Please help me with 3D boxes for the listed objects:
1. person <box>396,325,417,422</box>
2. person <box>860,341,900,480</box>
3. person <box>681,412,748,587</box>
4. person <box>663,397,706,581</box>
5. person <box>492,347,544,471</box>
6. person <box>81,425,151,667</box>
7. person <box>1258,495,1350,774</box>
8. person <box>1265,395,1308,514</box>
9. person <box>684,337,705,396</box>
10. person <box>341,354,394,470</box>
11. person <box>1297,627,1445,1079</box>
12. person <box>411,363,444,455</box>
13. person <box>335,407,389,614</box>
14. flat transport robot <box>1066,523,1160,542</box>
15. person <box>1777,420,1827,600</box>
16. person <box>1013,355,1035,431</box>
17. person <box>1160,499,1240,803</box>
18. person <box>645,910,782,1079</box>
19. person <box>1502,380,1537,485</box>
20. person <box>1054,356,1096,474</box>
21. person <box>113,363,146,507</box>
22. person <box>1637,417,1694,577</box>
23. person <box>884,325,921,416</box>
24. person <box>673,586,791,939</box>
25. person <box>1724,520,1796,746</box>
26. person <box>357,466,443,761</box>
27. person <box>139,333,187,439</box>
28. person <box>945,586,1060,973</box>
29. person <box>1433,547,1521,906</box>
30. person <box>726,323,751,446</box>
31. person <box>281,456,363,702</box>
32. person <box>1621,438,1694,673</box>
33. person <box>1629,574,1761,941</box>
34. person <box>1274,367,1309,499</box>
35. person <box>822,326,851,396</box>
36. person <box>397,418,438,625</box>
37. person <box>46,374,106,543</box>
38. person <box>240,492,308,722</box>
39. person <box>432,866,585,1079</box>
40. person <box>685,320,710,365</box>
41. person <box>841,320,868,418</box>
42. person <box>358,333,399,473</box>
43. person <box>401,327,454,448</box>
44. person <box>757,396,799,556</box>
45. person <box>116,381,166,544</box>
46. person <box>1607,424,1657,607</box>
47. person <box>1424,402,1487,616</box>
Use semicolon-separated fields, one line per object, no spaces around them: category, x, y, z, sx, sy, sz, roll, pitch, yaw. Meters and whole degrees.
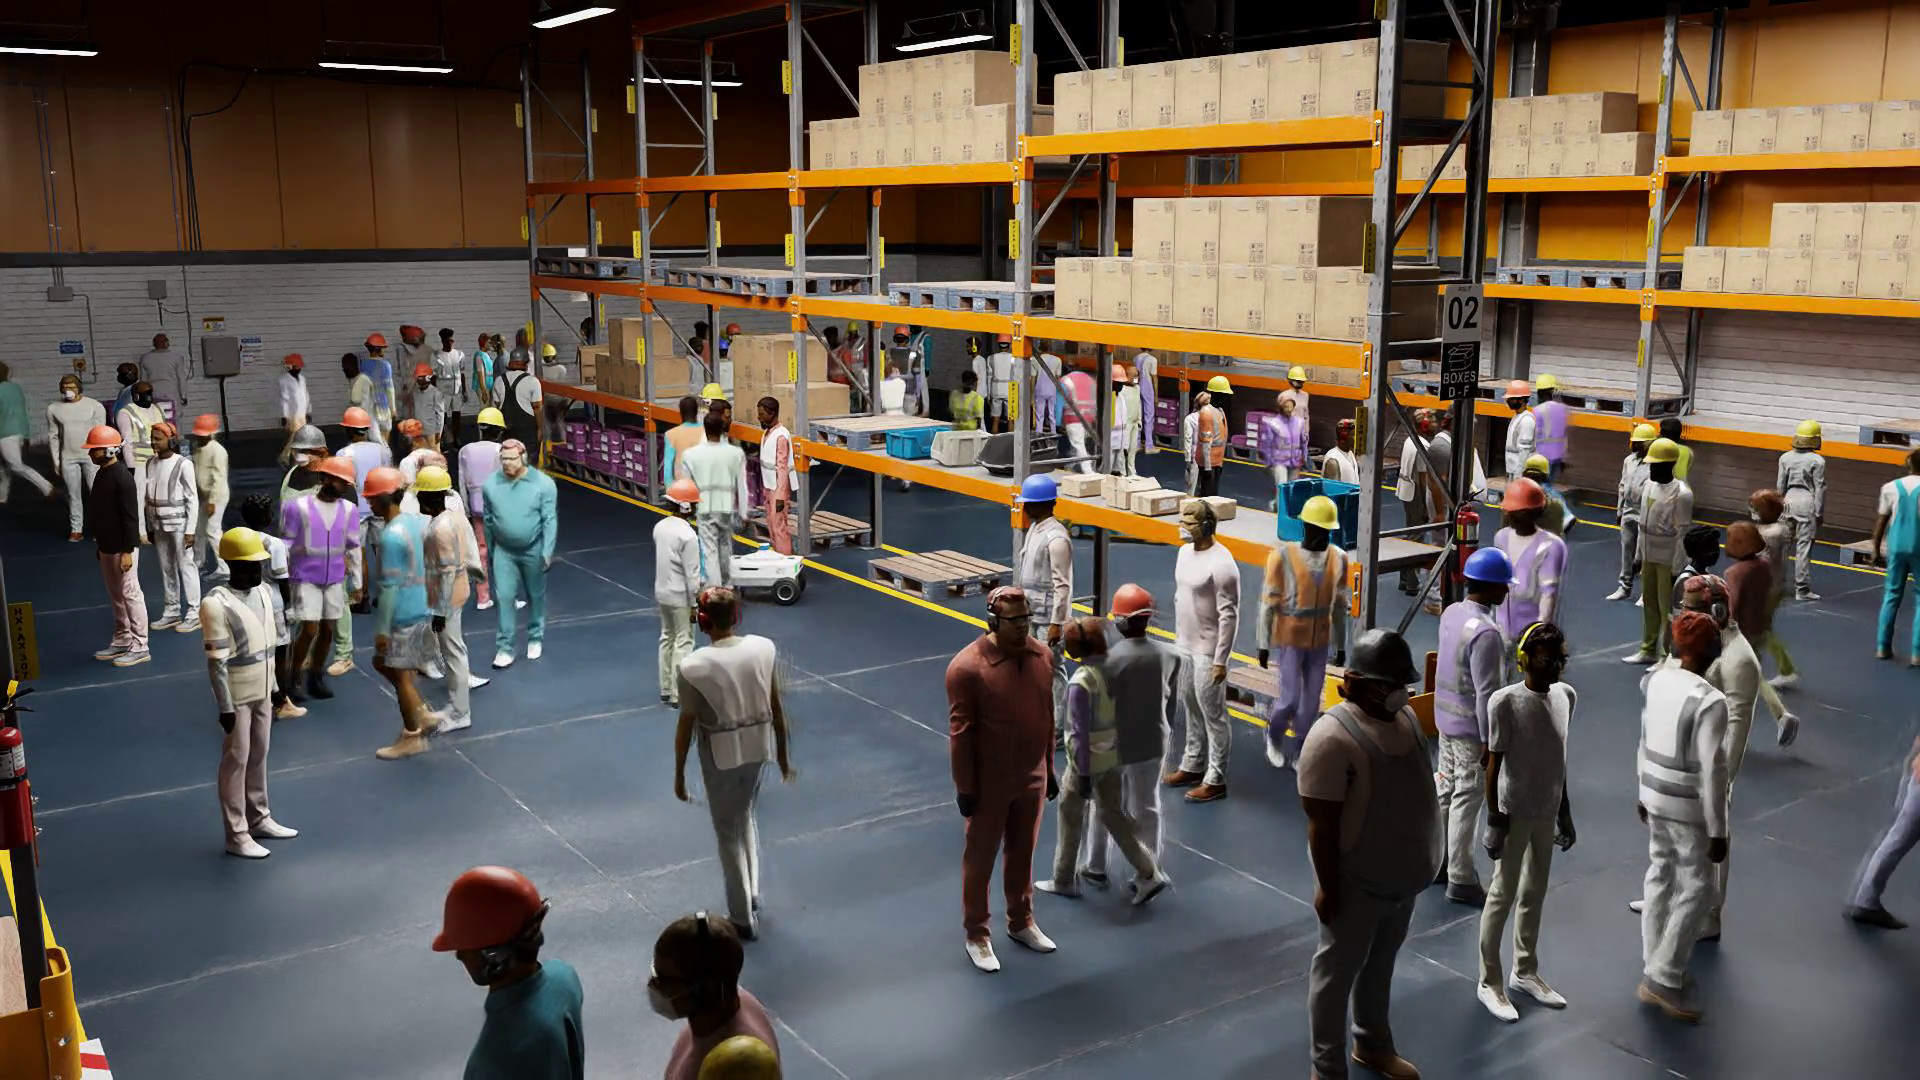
person;-9.206;-2.645;27.796;0.355;1.883;0.574;-1;11;-4
person;-1.125;-1.807;23.294;0.614;1.962;0.362;-6;12;-26
person;-2.328;-0.274;15.689;0.602;1.868;0.984;-4;12;-19
person;-2.764;-0.540;17.094;0.590;1.853;1.062;-4;12;-20
person;-5.653;-1.495;21.501;0.683;2.000;0.536;3;12;17
person;-6.984;0.042;13.753;0.611;1.995;0.375;9;14;39
person;2.248;0.640;10.885;0.637;1.914;0.490;-3;12;-16
person;3.814;-0.915;19.622;0.520;1.616;0.678;-4;12;-21
person;-4.116;-2.238;25.832;0.340;1.838;0.505;6;12;27
person;-8.091;-1.570;22.372;0.610;1.846;1.033;9;14;39
person;1.741;1.354;6.924;0.688;2.000;0.539;-10;15;-42
person;-7.107;-1.478;22.154;0.562;1.752;0.324;7;13;31
person;-5.571;-0.277;15.523;0.344;1.942;0.551;8;14;35
flat transport robot;1.742;-0.173;19.280;1.431;0.197;0.652;5;12;23
person;8.152;-0.293;16.114;0.298;1.745;0.484;-6;13;-28
person;1.077;-2.548;27.766;0.536;1.700;0.318;5;12;25
person;1.538;0.696;10.554;0.372;1.939;0.629;-4;12;-20
person;-0.623;1.897;4.434;0.372;1.932;0.627;-2;11;-9
person;6.060;-0.776;18.119;0.387;1.928;0.546;2;11;8
person;1.605;-1.623;22.827;0.661;1.788;0.986;-9;14;-39
person;-10.554;-1.343;21.239;0.429;1.843;0.628;-10;15;-42
person;7.184;-0.410;16.843;0.543;1.678;0.487;-6;12;-27
person;-0.896;-2.276;25.536;0.603;2.034;0.417;1;11;5
person;-1.205;1.131;8.603;0.614;1.824;0.571;-9;14;-39
person;5.489;0.661;11.561;0.507;1.611;0.622;-6;13;-30
person;-3.842;0.507;11.309;0.421;2.020;0.614;-2;11;-9
person;-12.203;-2.218;25.549;0.643;1.908;0.399;-2;11;-10
person;0.242;1.162;8.251;0.643;1.909;0.410;-8;14;-37
person;2.776;0.993;9.013;0.407;1.942;0.615;-1;11;-4
person;-3.581;-2.470;26.606;0.612;1.997;0.376;-8;14;-36
person;-4.884;0.301;12.733;0.638;1.872;0.435;-11;15;-44
person;5.681;0.125;13.510;0.390;1.926;0.605;-2;11;-11
person;3.772;1.107;8.548;0.407;1.903;0.639;-1;11;-4
person;4.326;-1.372;21.598;0.528;1.761;0.345;-7;13;-32
person;-1.986;-2.481;26.800;0.446;1.940;0.658;-10;15;-41
person;-4.906;-0.168;15.105;0.356;1.887;0.572;2;11;10
person;-9.991;-0.924;18.884;0.623;1.932;0.367;-3;11;-14
person;-5.102;0.493;12.211;0.535;1.697;0.318;5;12;24
person;-1.205;1.838;4.583;0.388;1.987;0.608;0;11;1
person;-4.303;-2.721;28.044;0.617;1.943;0.693;-5;12;-24
person;-1.912;-3.062;30.096;0.590;1.824;0.403;5;12;26
person;-8.243;-1.905;23.599;0.615;2.039;0.387;5;12;24
person;-8.531;-2.407;26.440;0.946;1.932;0.697;3;11;14
person;-1.830;-0.494;16.726;0.389;1.907;0.602;-4;12;-20
person;-9.225;-0.886;18.899;0.430;1.845;0.624;4;12;19
person;6.471;-0.241;15.849;0.298;1.742;0.492;-7;13;-32
person;4.618;-0.316;15.468;0.536;2.000;0.688;8;14;36
